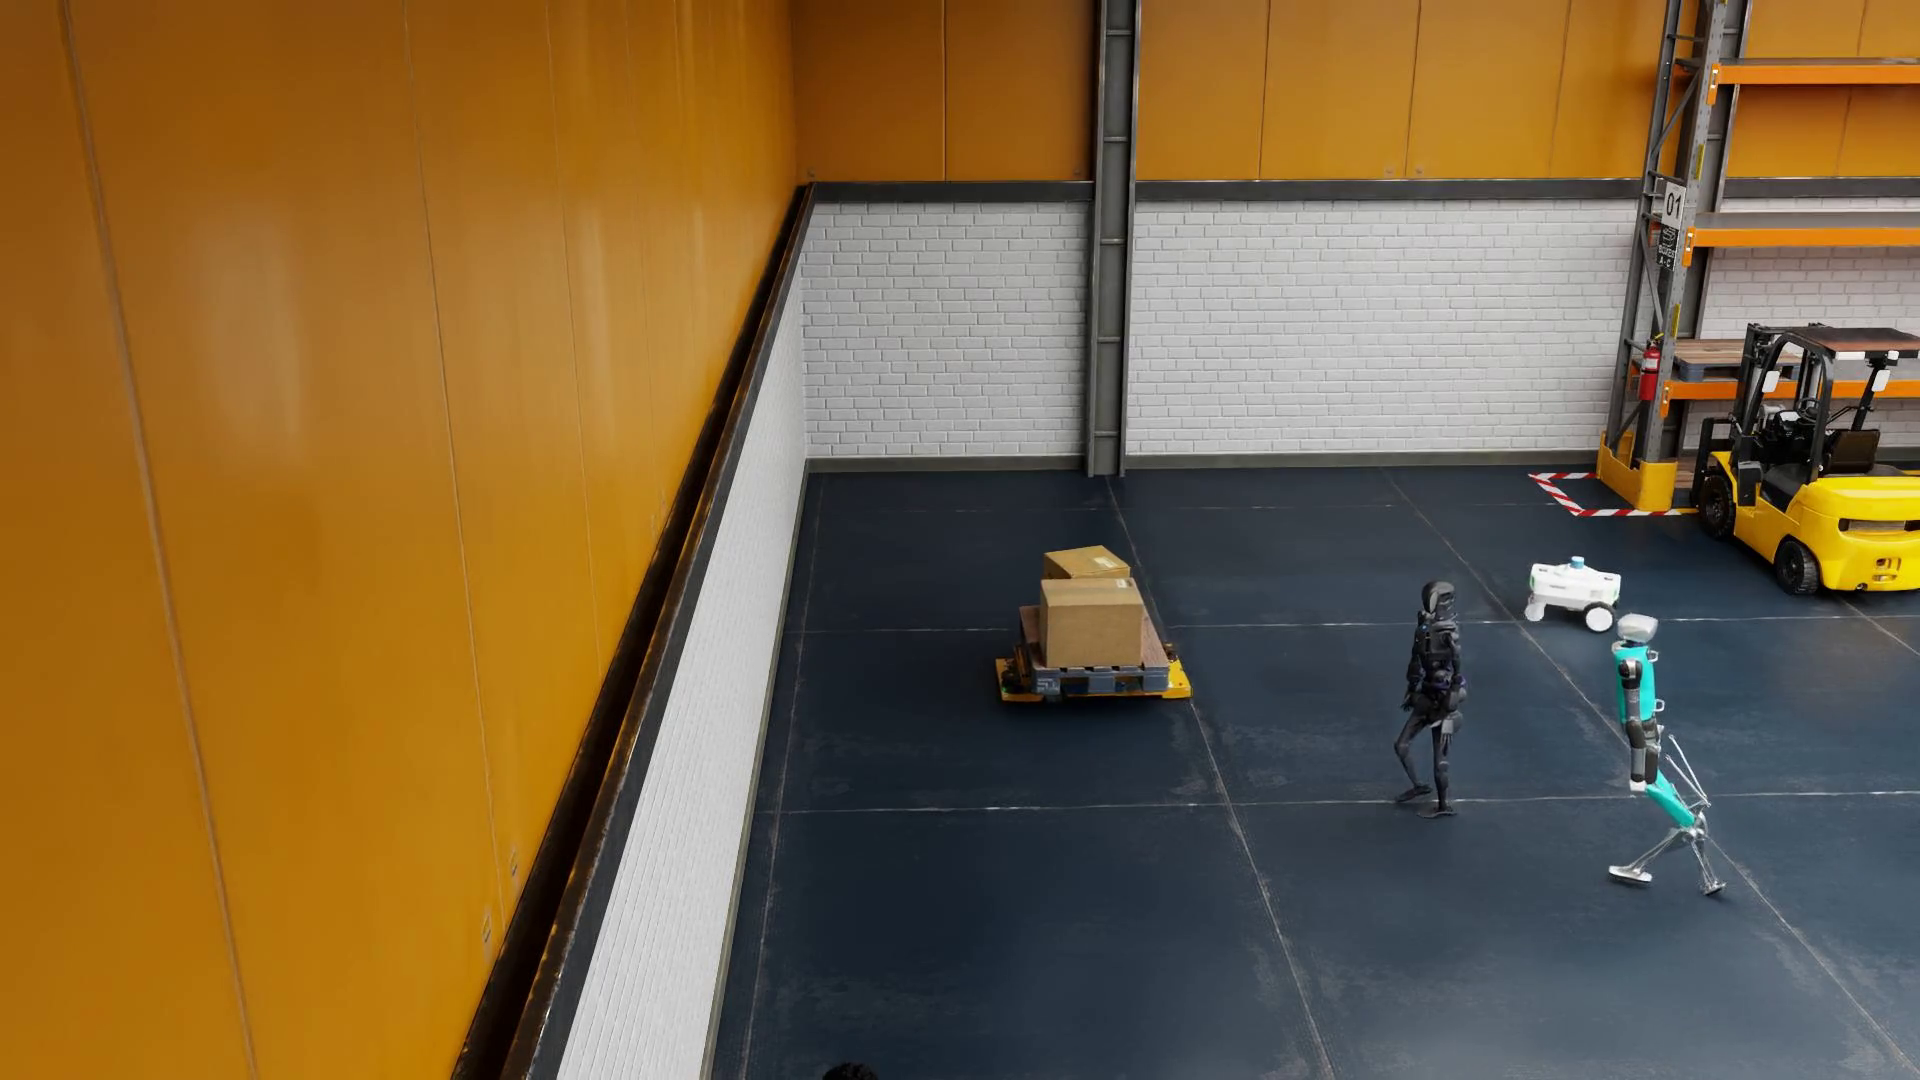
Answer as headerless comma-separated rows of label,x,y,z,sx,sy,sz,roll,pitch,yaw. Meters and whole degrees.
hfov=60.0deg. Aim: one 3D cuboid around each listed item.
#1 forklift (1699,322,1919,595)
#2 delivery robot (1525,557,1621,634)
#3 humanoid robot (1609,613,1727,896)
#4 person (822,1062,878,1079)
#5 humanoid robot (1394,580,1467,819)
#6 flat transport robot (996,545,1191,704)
forklift,7.809,-0.792,14.926,1.214,2.155,2.313,-1,20,-2
delivery robot,5.153,0.425,13.951,0.750,0.570,0.499,8,22,21
humanoid robot,4.256,1.357,9.825,0.945,1.815,0.531,9,22,22
person,-0.380,2.684,6.214,0.316,1.695,0.541,-6,21,-15
humanoid robot,3.066,1.039,10.703,0.433,1.649,0.601,-5,21,-13
flat transport robot,1.011,1.017,12.795,1.431,0.231,0.659,-1,20,-3
